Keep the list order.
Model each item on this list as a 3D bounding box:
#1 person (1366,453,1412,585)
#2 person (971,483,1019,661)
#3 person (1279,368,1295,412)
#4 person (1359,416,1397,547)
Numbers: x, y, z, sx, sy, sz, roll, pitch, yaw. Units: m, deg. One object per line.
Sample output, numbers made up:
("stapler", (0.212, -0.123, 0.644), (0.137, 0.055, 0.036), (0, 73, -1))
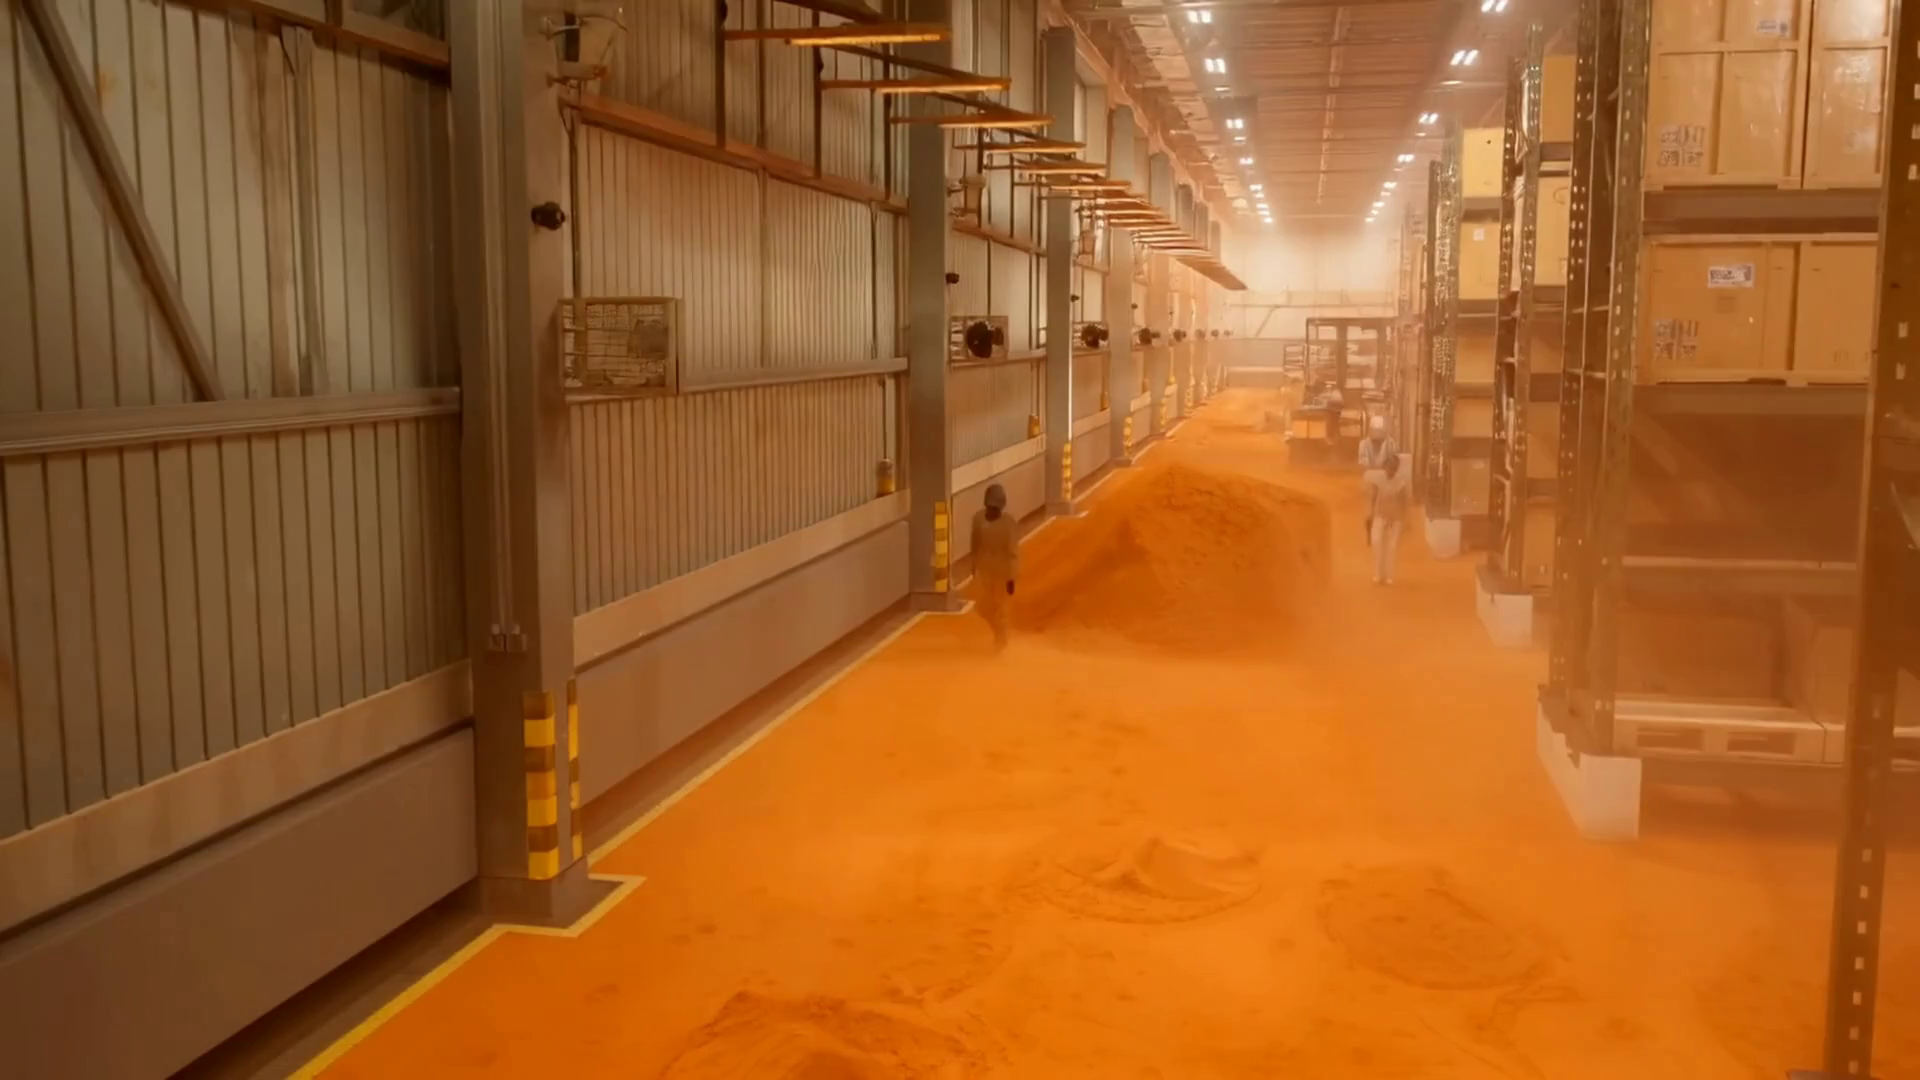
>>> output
("person", (5.263, -0.259, 20.387), (0.548, 1.625, 0.389), (2, 7, 14))
("person", (0.359, 0.293, 15.703), (0.615, 1.704, 0.621), (7, 10, 44))
("person", (11.767, -5.266, 59.768), (0.611, 1.811, 0.809), (1, 7, 4))
("person", (6.095, -0.870, 24.258), (0.554, 1.904, 0.945), (2, 7, 17))
